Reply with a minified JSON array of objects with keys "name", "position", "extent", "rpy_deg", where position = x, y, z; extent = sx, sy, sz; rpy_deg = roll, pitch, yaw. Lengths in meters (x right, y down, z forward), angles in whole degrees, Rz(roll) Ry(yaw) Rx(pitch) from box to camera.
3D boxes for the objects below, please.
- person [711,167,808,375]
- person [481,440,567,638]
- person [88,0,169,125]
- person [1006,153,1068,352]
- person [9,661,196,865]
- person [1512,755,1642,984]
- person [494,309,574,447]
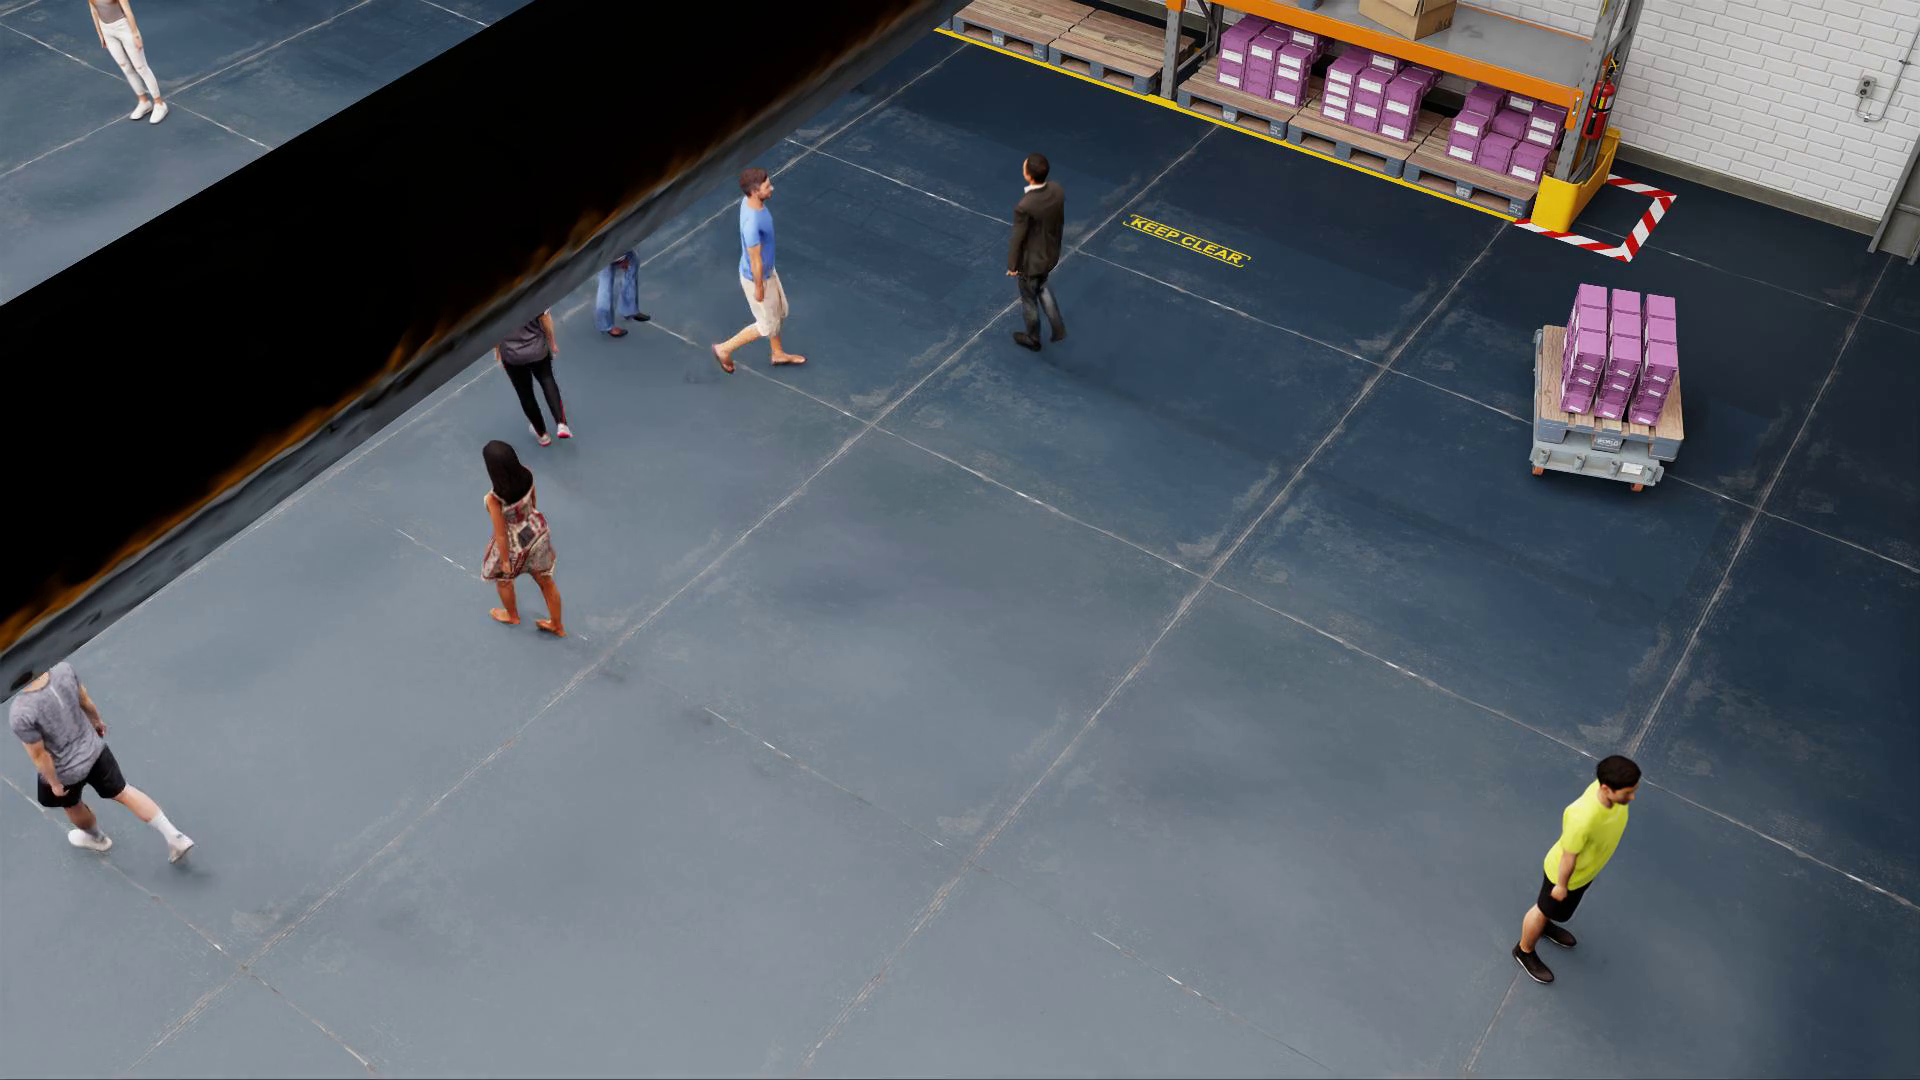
[{"name":"person","position":[-1.638,-2.064,12.953],"extent":[1.076,1.846,0.985],"rpy_deg":[-4,44,-4]},{"name":"person","position":[-2.807,0.041,10.900],"extent":[0.806,1.629,0.695],"rpy_deg":[22,48,21]},{"name":"person","position":[-8.060,-4.870,15.992],"extent":[0.595,1.716,0.722],"rpy_deg":[8,44,8]},{"name":"person","position":[0.673,-2.225,13.163],"extent":[0.772,1.790,0.807],"rpy_deg":[-33,52,-30]},{"name":"person","position":[-4.963,1.260,9.470],"extent":[1.233,1.836,0.900],"rpy_deg":[13,45,13]},{"name":"person","position":[3.347,1.740,9.060],"extent":[0.577,1.708,0.646],"rpy_deg":[32,52,29]},{"name":"person","position":[-3.200,-1.351,12.273],"extent":[0.803,1.751,0.882],"rpy_deg":[-18,47,-18]}]
